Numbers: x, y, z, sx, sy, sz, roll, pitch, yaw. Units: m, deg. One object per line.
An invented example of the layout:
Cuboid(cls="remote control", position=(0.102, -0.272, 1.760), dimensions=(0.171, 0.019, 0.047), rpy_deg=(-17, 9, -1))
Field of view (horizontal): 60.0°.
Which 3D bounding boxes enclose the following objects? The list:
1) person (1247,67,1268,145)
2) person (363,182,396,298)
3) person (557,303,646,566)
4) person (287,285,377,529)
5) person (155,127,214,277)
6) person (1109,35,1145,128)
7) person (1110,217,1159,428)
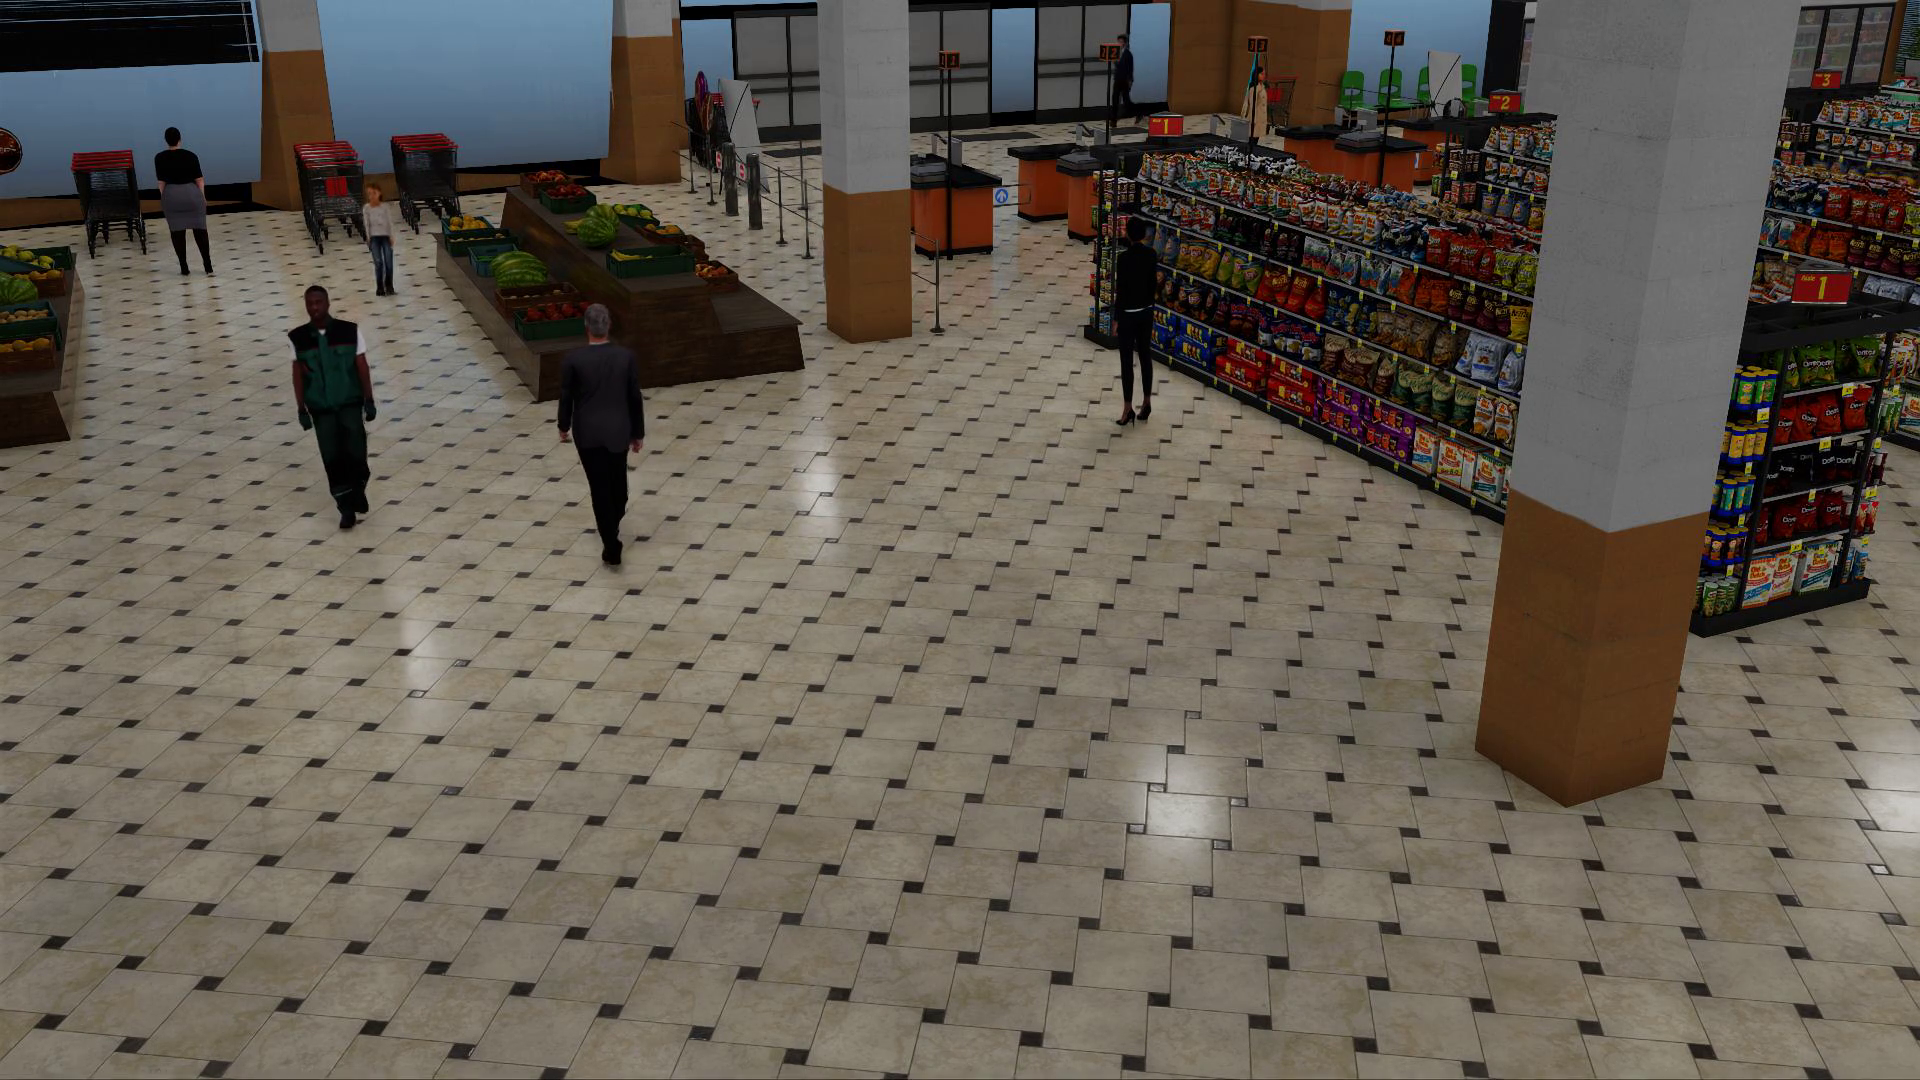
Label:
Cuboid(cls="person", position=(4.758, -6.762, 26.810), dimensions=(0.732, 1.682, 0.706), rpy_deg=(11, 24, 25))
Cuboid(cls="person", position=(-6.637, -3.467, 19.132), dimensions=(0.589, 1.292, 0.861), rpy_deg=(-5, 22, -11))
Cuboid(cls="person", position=(-2.467, -0.699, 11.572), dimensions=(0.706, 1.793, 1.136), rpy_deg=(-10, 24, -23))
Cuboid(cls="person", position=(-4.600, -1.000, 12.271), dimensions=(0.748, 1.830, 0.775), rpy_deg=(-6, 23, -15))
Cuboid(cls="person", position=(-9.350, -4.076, 20.024), dimensions=(0.690, 1.758, 0.636), rpy_deg=(-7, 23, -18))
Cuboid(cls="person", position=(3.175, -8.703, 31.628), dimensions=(0.920, 1.692, 1.108), rpy_deg=(-15, 27, -33))
Cuboid(cls="person", position=(1.526, -1.903, 14.510), dimensions=(0.617, 1.835, 0.552), rpy_deg=(-13, 25, -29))
